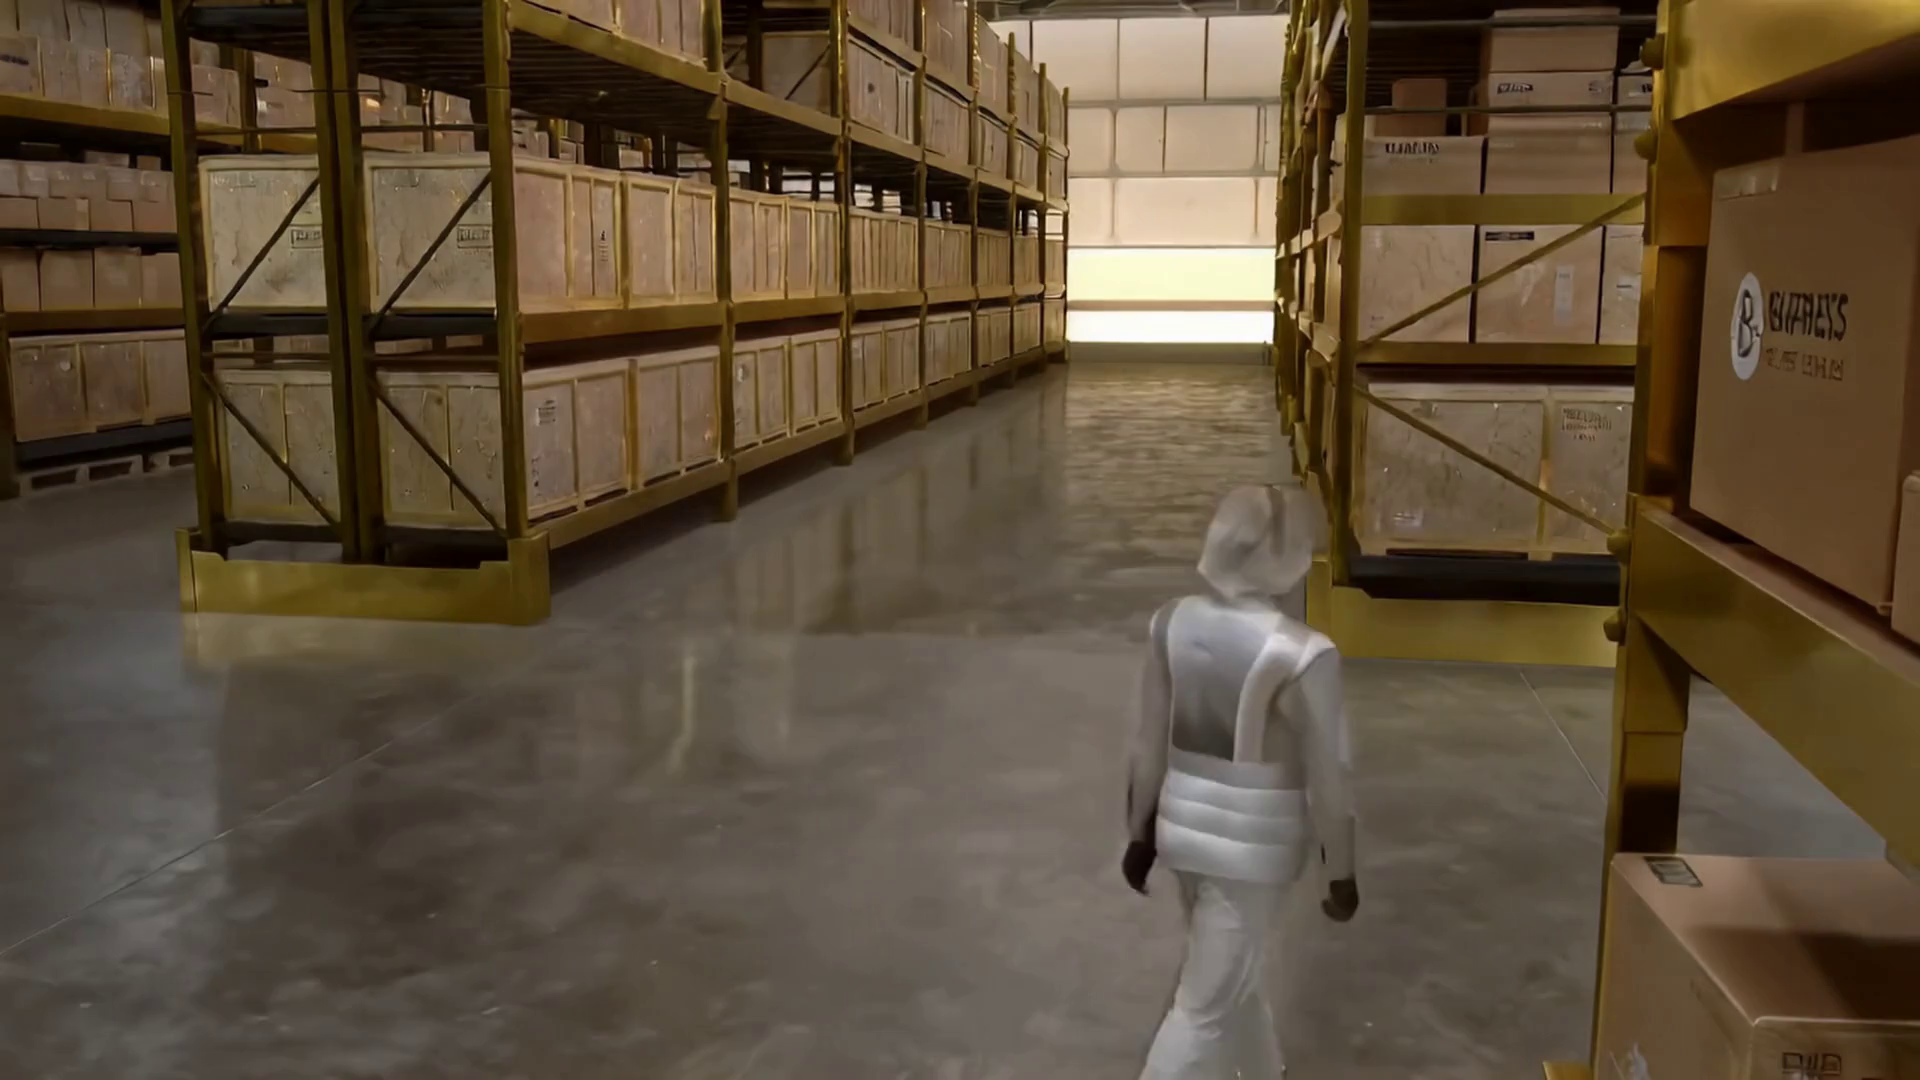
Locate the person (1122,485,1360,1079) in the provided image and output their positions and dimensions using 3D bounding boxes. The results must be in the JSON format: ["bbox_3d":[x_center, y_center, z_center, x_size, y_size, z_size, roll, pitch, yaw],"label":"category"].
[{"bbox_3d":[0.565,0.669,3.523,0.846,1.591,0.527,-6,11,-34],"label":"person"}]
